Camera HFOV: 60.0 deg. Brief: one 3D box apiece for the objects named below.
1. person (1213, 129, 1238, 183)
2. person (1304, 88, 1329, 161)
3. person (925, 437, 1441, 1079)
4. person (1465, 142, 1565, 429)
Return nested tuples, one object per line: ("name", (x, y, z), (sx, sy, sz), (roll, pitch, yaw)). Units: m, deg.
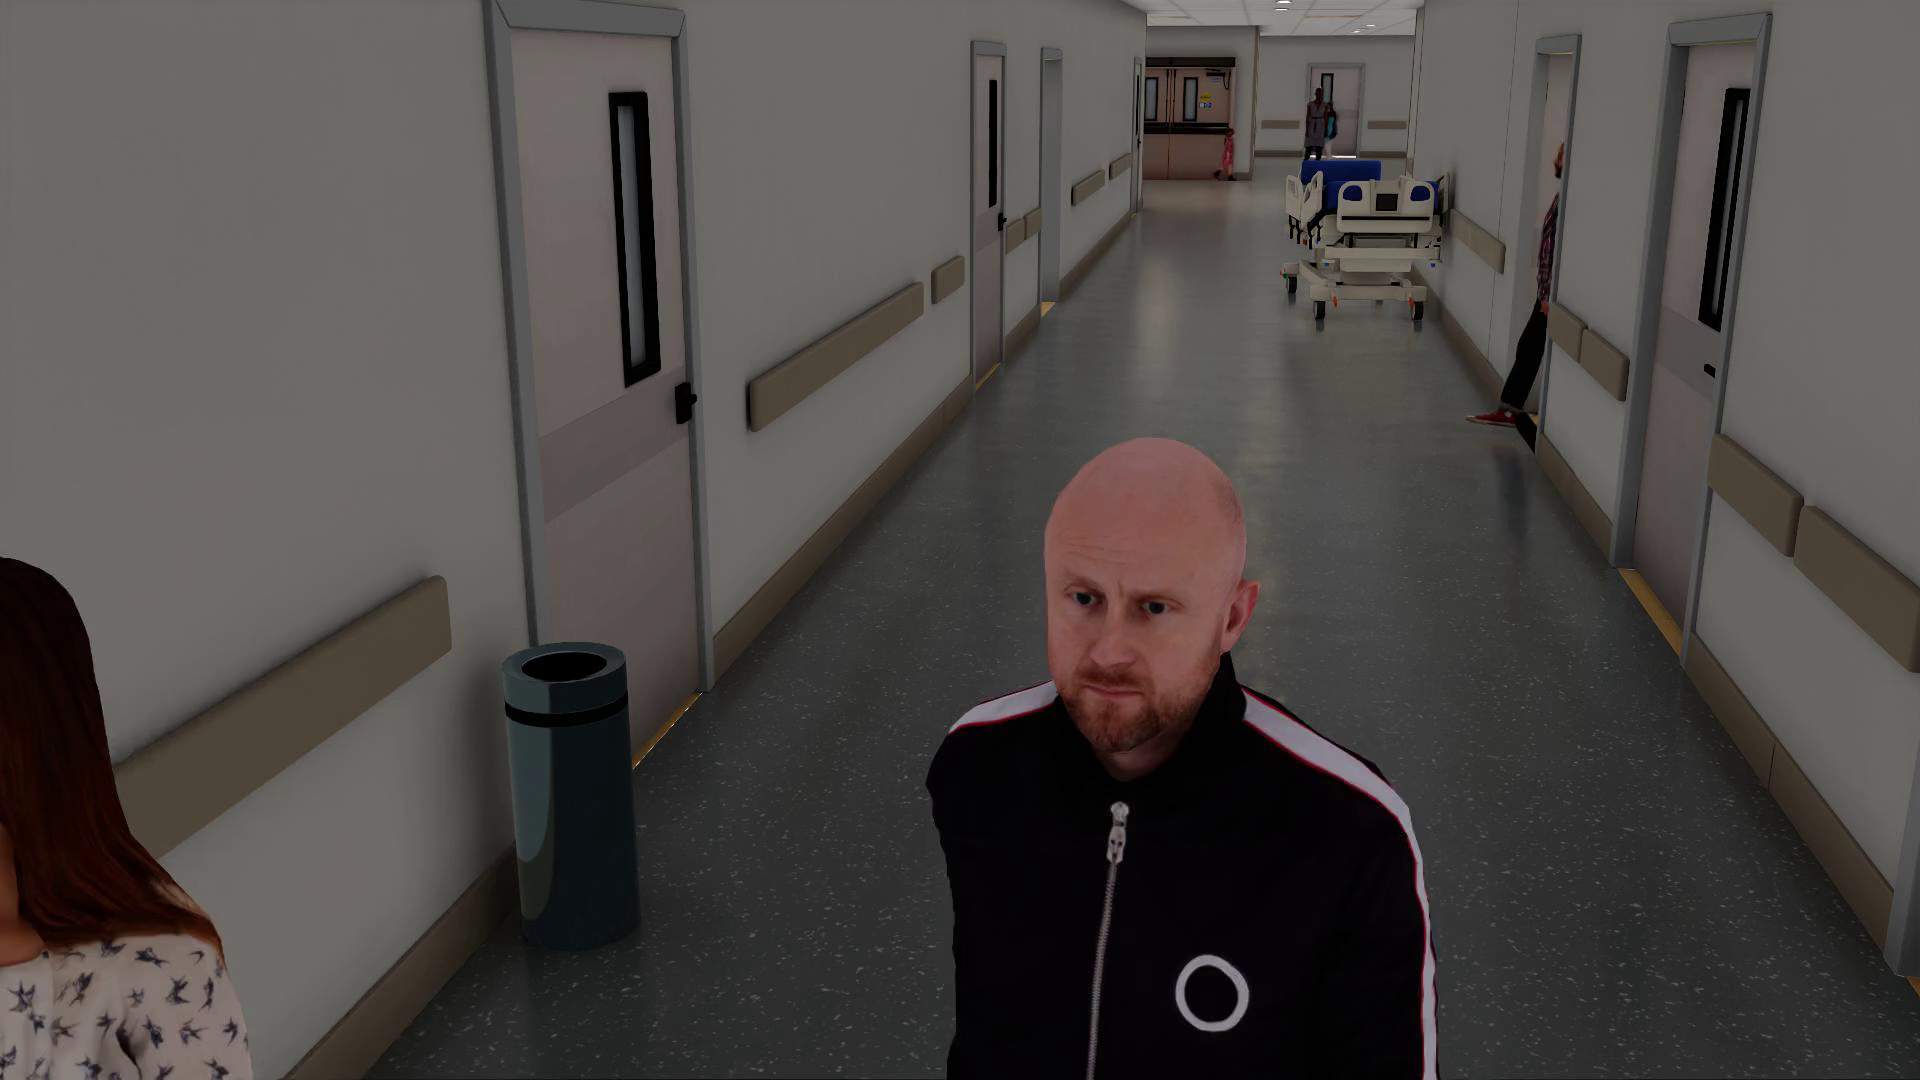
("person", (5.251, -7.596, 32.889), (0.733, 1.005, 0.534), (-1, 16, -3))
("person", (7.432, -8.527, 34.761), (0.565, 1.780, 0.729), (0, 16, -1))
("person", (0.249, 0.774, 1.780), (1.265, 1.775, 0.977), (7, 17, 23))
("person", (3.601, -1.438, 9.729), (1.100, 1.720, 0.765), (4, 16, 15))
